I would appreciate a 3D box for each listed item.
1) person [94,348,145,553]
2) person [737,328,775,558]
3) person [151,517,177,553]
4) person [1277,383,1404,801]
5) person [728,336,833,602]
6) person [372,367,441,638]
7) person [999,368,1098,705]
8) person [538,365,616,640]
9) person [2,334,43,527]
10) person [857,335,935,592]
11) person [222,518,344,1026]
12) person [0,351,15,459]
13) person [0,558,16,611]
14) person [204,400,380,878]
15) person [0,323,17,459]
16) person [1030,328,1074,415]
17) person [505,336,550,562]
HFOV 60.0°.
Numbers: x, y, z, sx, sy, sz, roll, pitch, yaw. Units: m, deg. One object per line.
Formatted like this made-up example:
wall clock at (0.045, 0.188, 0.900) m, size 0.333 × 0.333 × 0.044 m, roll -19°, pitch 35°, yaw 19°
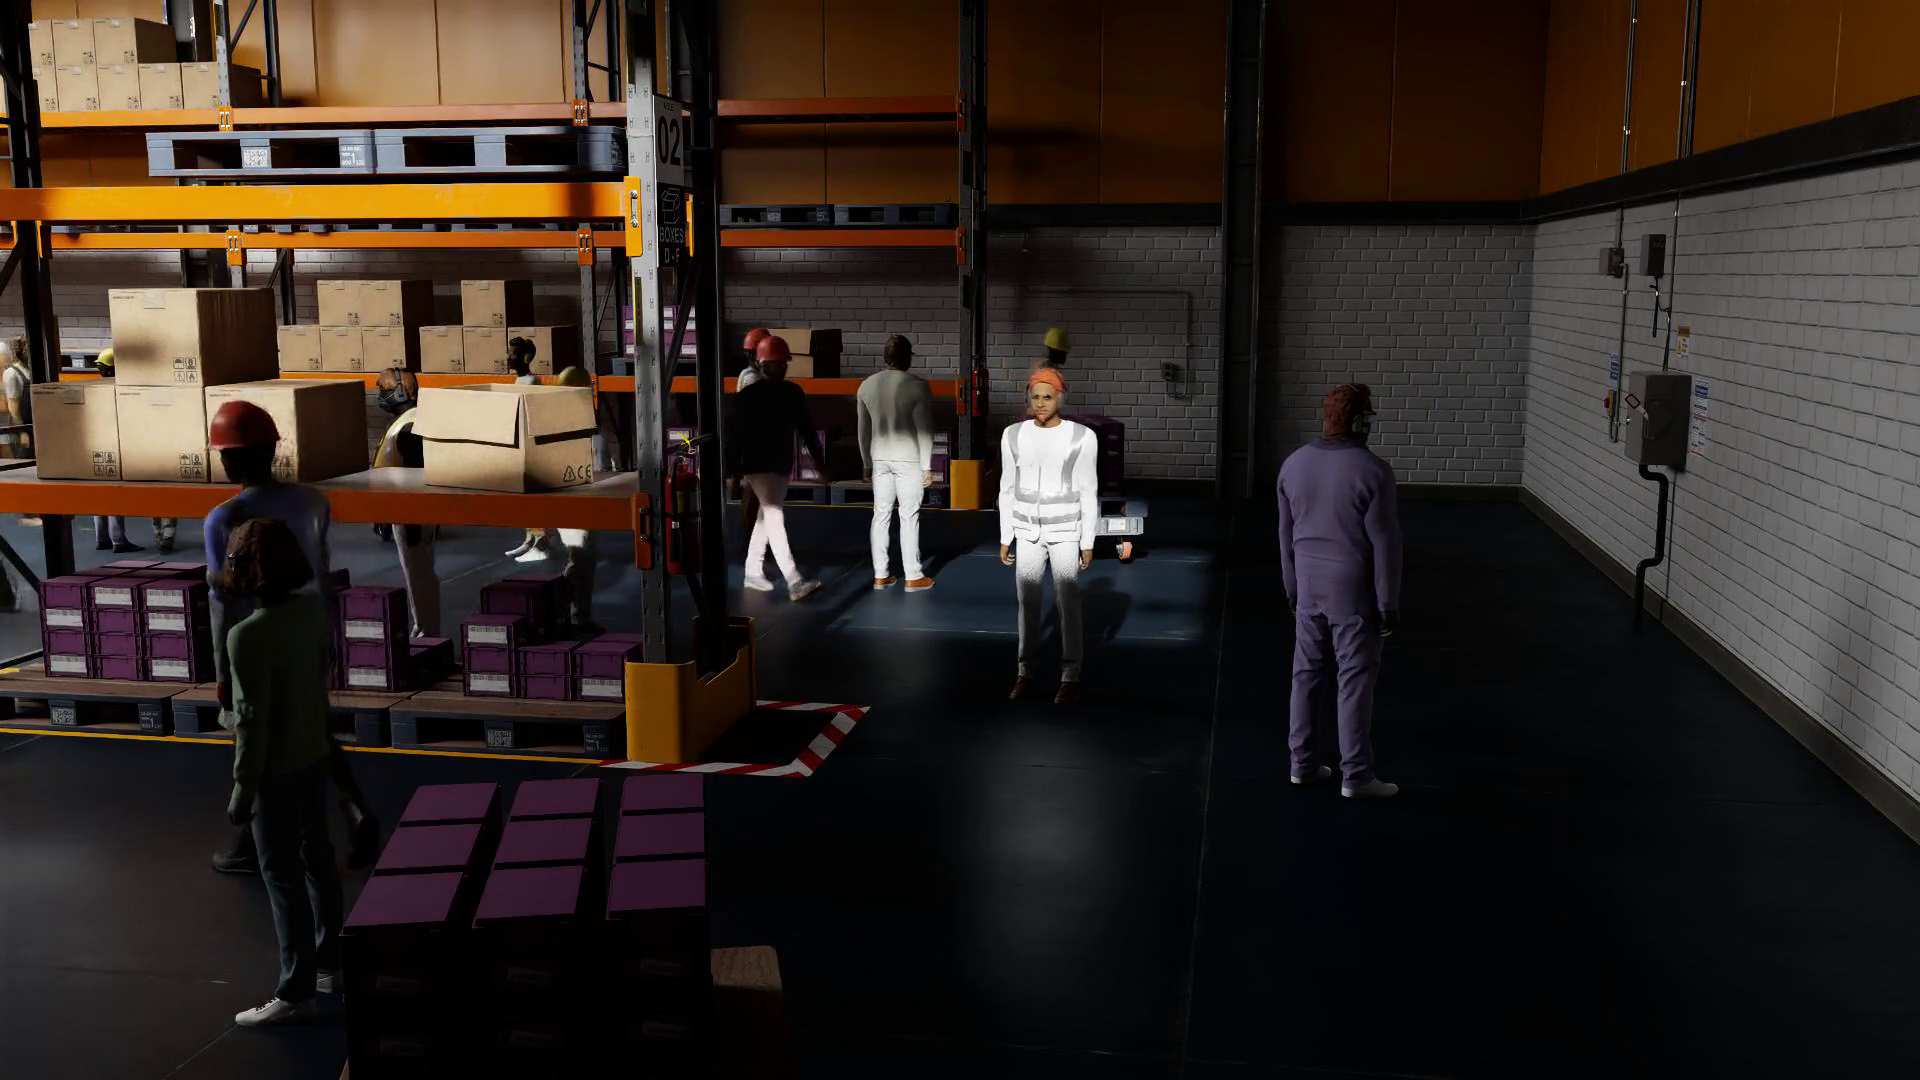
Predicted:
person at (-7.292, -0.772, 14.363) m, size 0.522 × 1.758 × 0.350 m, roll 7°, pitch 11°, yaw 36°
person at (-1.702, -0.819, 14.087) m, size 0.376 × 1.935 × 0.550 m, roll -2°, pitch 9°, yaw -12°
person at (-6.983, -0.786, 14.405) m, size 0.597 × 1.777 × 0.945 m, roll -3°, pitch 10°, yaw -18°
person at (1.761, 0.237, 7.633) m, size 0.408 × 1.909 × 0.642 m, roll -8°, pitch 12°, yaw -39°
person at (-1.338, -0.530, 12.283) m, size 1.046 × 1.931 × 0.619 m, roll 8°, pitch 12°, yaw 40°
person at (-3.391, -0.146, 10.234) m, size 0.429 × 1.835 × 0.627 m, roll -4°, pitch 10°, yaw -23°
person at (0.493, -0.019, 9.318) m, size 0.578 × 1.877 × 0.350 m, roll 4°, pitch 10°, yaw 22°
person at (-2.483, -0.231, 10.814) m, size 0.420 × 1.811 × 0.611 m, roll 4°, pitch 10°, yaw 25°
person at (-8.700, -1.015, 15.628) m, size 0.483 × 1.828 × 0.522 m, roll 2°, pitch 9°, yaw 12°
person at (-0.478, -0.576, 12.573) m, size 0.629 × 1.940 × 0.377 m, roll 5°, pitch 10°, yaw 27°
person at (-2.187, 0.740, 5.355) m, size 0.283 × 1.633 × 0.500 m, roll 1°, pitch 9°, yaw 5°
person at (-9.996, -1.310, 17.122) m, size 0.354 × 1.942 × 0.545 m, roll 6°, pitch 11°, yaw 32°
person at (-7.053, -0.284, 11.508) m, size 0.856 × 1.701 × 0.496 m, roll -6°, pitch 11°, yaw -31°
person at (-2.659, 0.409, 6.510) m, size 0.721 × 1.919 × 0.591 m, roll 5°, pitch 11°, yaw 30°
person at (-10.405, -1.490, 17.926) m, size 0.684 × 2.000 × 0.538 m, roll 1°, pitch 9°, yaw 5°
person at (0.871, -1.116, 16.098) m, size 0.488 × 1.877 × 0.640 m, roll 1°, pitch 9°, yaw 6°
person at (-3.639, -0.759, 13.904) m, size 0.321 × 1.876 × 0.532 m, roll -5°, pitch 10°, yaw -28°
